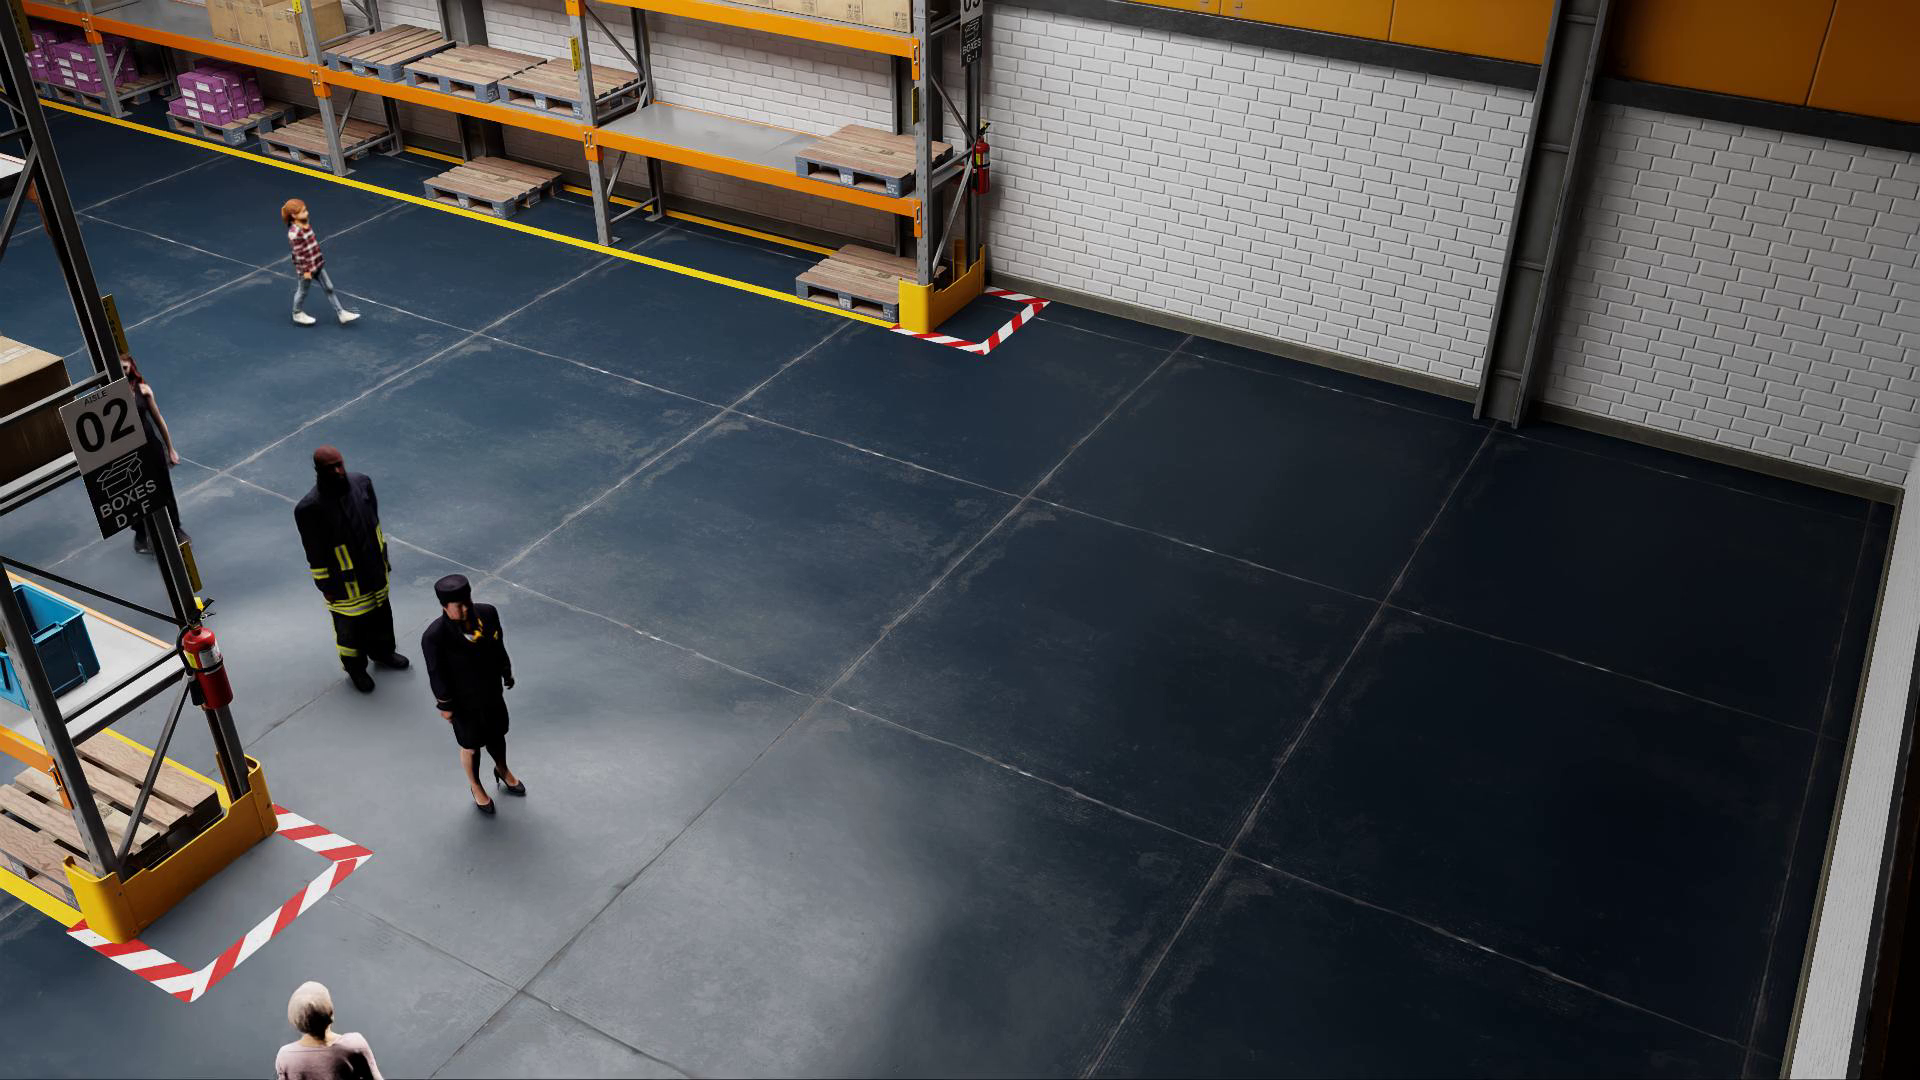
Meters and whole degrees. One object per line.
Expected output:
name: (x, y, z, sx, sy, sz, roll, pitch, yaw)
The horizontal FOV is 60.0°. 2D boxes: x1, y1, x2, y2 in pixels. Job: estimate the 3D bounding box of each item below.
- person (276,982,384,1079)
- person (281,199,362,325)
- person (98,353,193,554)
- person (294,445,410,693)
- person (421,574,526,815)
person: (-2.771, 2.696, 7.488, 0.936, 1.675, 0.988, -7, 34, -11)
person: (-6.274, -2.622, 15.853, 0.980, 1.271, 0.752, 5, 34, 7)
person: (-6.198, -0.684, 12.521, 0.736, 1.732, 0.746, -21, 39, -29)
person: (-4.099, 0.148, 11.189, 0.692, 1.821, 0.767, 22, 39, 29)
person: (-2.962, 0.924, 10.157, 0.680, 1.671, 0.735, 25, 41, 32)
